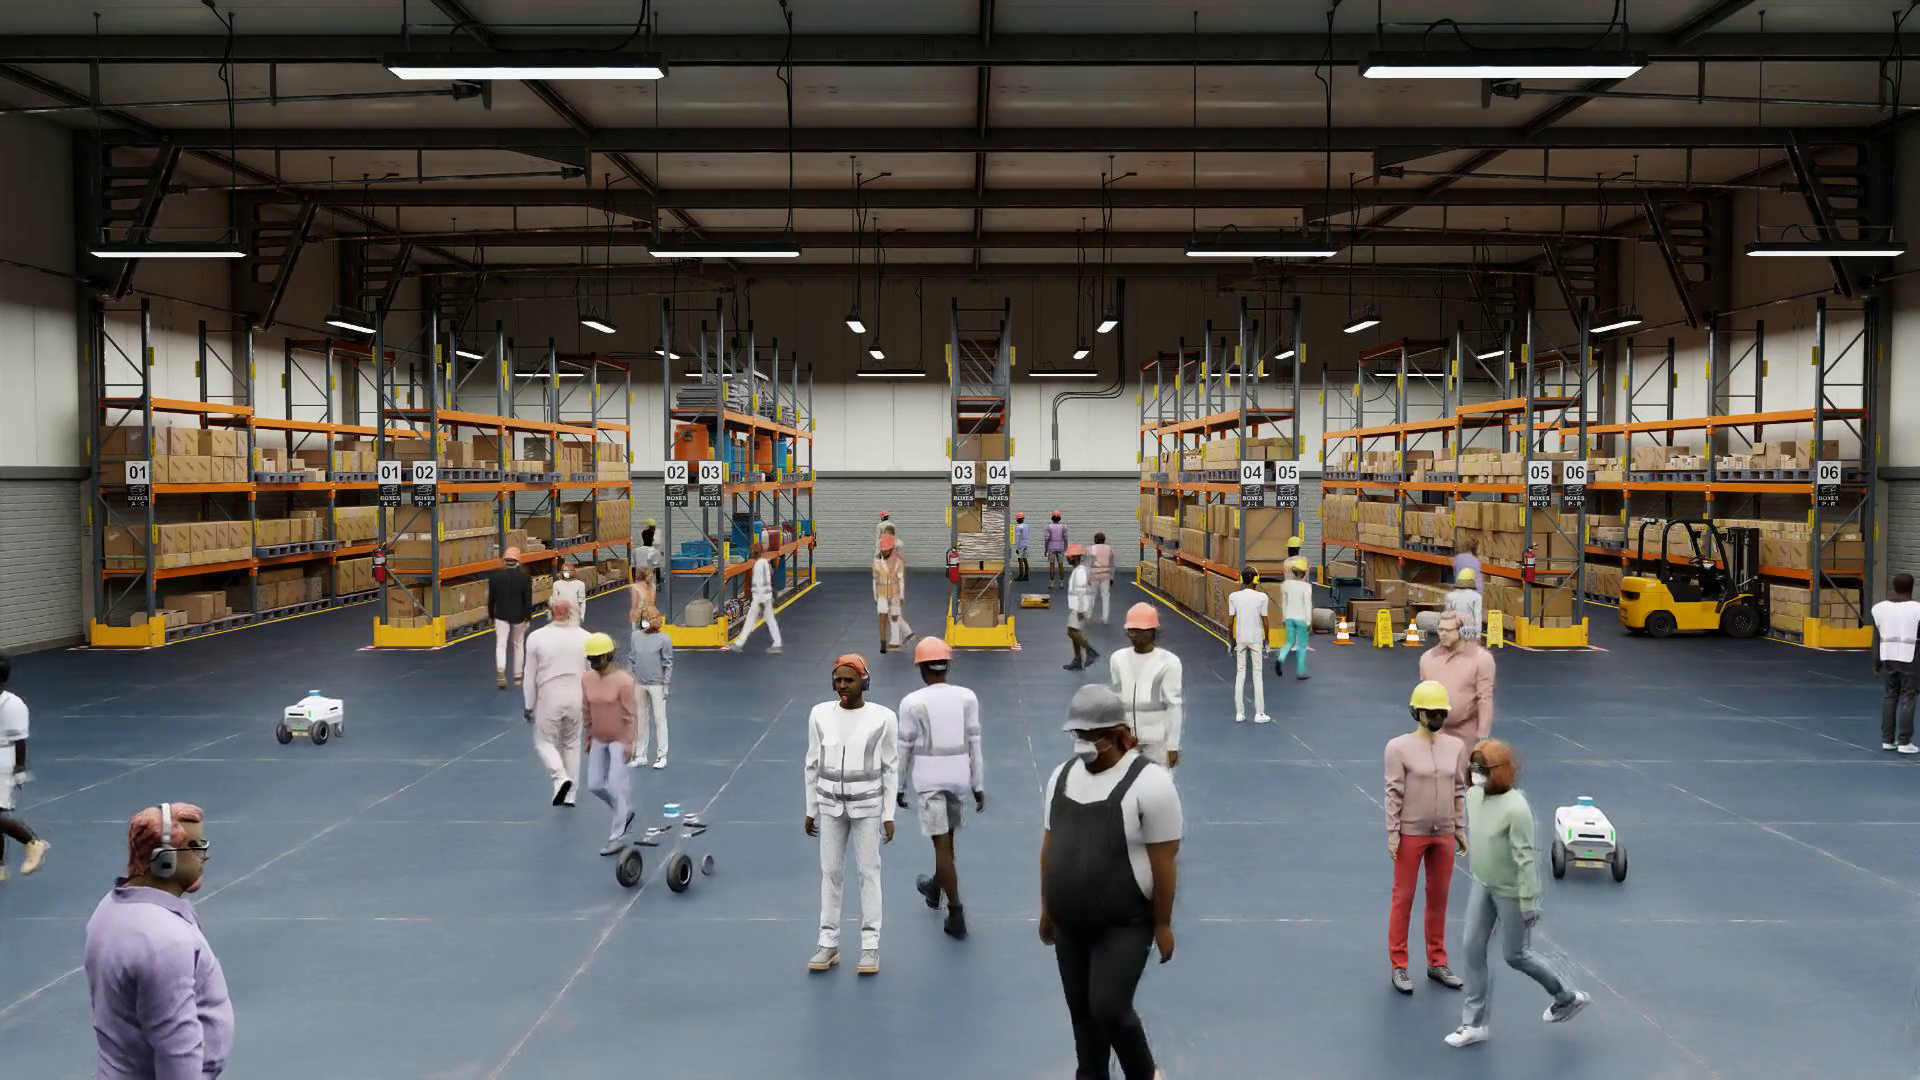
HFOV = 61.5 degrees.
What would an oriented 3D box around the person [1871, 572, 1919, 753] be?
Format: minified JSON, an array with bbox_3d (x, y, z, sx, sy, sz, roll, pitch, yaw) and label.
[{"bbox_3d":[10.046,1.300,17.202,0.454,1.912,0.607,-1,3,-32],"label":"person"}]

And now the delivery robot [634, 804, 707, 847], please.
[{"bbox_3d":[-2.094,2.036,11.706,0.335,0.223,0.698,1,2,21],"label":"delivery robot"}]

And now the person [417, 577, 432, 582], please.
[{"bbox_3d":[-10.997,0.700,33.473,0.585,1.821,0.657,0,2,1],"label":"person"}]

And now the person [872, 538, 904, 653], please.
[{"bbox_3d":[-1.197,0.912,27.087,0.545,1.912,0.801,0,2,2],"label":"person"}]

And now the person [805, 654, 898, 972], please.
[{"bbox_3d":[-0.654,1.618,9.625,0.572,1.883,0.354,1,2,13],"label":"person"}]

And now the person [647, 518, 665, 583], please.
[{"bbox_3d":[-8.343,0.296,44.213,0.669,1.776,0.802,-2,3,-41],"label":"person"}]

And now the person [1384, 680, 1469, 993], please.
[{"bbox_3d":[2.687,1.688,9.295,0.525,1.770,0.306,-1,2,-16],"label":"person"}]

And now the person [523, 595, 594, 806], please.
[{"bbox_3d":[-3.511,1.430,14.244,0.667,1.886,0.516,-2,3,-34],"label":"person"}]

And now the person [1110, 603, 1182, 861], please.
[{"bbox_3d":[1.381,1.465,12.155,0.627,2.001,0.953,2,3,34],"label":"person"}]

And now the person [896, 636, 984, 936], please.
[{"bbox_3d":[-0.162,1.579,10.620,0.544,1.879,0.982,-1,3,-25],"label":"person"}]

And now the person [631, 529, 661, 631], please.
[{"bbox_3d":[-5.786,0.773,29.844,0.612,1.963,0.361,1,2,24],"label":"person"}]

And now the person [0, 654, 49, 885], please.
[{"bbox_3d":[-6.883,1.639,11.562,0.540,1.683,0.419,1,3,31],"label":"person"}]

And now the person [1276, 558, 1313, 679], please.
[{"bbox_3d":[4.819,1.139,23.227,0.578,1.750,0.538,-2,3,-42],"label":"person"}]

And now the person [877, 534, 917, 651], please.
[{"bbox_3d":[-1.118,0.876,27.192,0.555,1.972,0.641,0,2,8],"label":"person"}]

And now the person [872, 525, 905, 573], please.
[{"bbox_3d":[-1.524,0.629,34.621,0.638,1.886,1.045,1,2,20],"label":"person"}]

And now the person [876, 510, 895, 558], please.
[{"bbox_3d":[-2.080,0.165,44.941,0.615,1.987,0.407,-2,3,-34],"label":"person"}]

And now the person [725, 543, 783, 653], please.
[{"bbox_3d":[-3.387,0.961,26.771,0.985,1.832,0.598,0,2,9],"label":"person"}]

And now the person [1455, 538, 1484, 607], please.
[{"bbox_3d":[8.457,0.919,26.709,0.448,1.919,0.649,-1,2,-13],"label":"person"}]

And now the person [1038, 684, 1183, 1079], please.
[{"bbox_3d":[0.612,1.657,7.200,0.705,2.000,0.536,2,3,44],"label":"person"}]

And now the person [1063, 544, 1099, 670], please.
[{"bbox_3d":[1.779,1.012,24.374,0.463,1.919,0.571,0,2,-7],"label":"person"}]

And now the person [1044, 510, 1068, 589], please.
[{"bbox_3d":[2.503,0.244,42.202,0.616,2.041,0.382,0,2,-8],"label":"person"}]

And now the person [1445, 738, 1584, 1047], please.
[{"bbox_3d":[2.874,1.808,8.385,0.700,1.598,0.537,-1,2,-21],"label":"person"}]

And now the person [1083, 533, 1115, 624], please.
[{"bbox_3d":[2.743,0.756,32.190,0.657,1.803,0.919,-1,2,-17],"label":"person"}]

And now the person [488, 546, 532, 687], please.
[{"bbox_3d":[-6.275,1.068,22.511,0.610,1.964,0.907,-1,2,-13],"label":"person"}]

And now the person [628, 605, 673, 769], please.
[{"bbox_3d":[-3.132,1.474,16.296,0.500,1.636,0.286,1,2,21],"label":"person"}]

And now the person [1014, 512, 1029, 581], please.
[{"bbox_3d":[1.708,0.184,45.179,0.389,1.929,0.545,2,3,36],"label":"person"}]

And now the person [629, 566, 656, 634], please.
[{"bbox_3d":[-4.666,1.186,23.796,0.382,1.622,0.520,1,3,33],"label":"person"}]

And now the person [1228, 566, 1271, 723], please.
[{"bbox_3d":[3.463,1.243,19.318,0.518,1.865,0.330,1,3,25],"label":"person"}]

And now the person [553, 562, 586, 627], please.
[{"bbox_3d":[-5.912,1.152,24.421,0.501,1.633,0.282,0,2,0],"label":"person"}]

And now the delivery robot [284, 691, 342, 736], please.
[{"bbox_3d":[-7.174,1.917,17.928,0.477,0.478,0.707,0,2,9],"label":"delivery robot"}]

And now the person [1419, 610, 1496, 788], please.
[{"bbox_3d":[3.951,1.490,12.836,0.640,1.881,0.860,2,3,37],"label":"person"}]

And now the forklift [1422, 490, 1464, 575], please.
[{"bbox_3d":[13.926,-0.371,47.846,1.873,2.768,1.129,0,2,0],"label":"forklift"}]

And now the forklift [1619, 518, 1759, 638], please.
[{"bbox_3d":[13.417,0.684,29.791,2.313,2.155,1.214,0,2,0],"label":"forklift"}]

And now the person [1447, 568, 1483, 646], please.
[{"bbox_3d":[6.734,1.231,21.432,0.508,1.701,0.849,2,3,38],"label":"person"}]

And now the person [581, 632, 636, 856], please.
[{"bbox_3d":[-2.727,1.573,12.633,0.531,1.740,0.534,1,3,26],"label":"person"}]

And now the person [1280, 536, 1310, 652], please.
[{"bbox_3d":[5.596,0.904,26.994,0.588,1.930,0.364,-2,3,-39],"label":"person"}]

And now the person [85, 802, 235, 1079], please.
[{"bbox_3d":[-2.519,1.785,5.135,0.403,1.904,0.651,-2,3,-42],"label":"person"}]

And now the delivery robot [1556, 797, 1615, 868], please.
[{"bbox_3d":[4.639,2.153,11.989,0.477,0.478,0.707,1,2,14],"label":"delivery robot"}]

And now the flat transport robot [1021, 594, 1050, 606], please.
[{"bbox_3d":[1.703,1.360,36.630,0.652,0.197,1.431,0,2,2],"label":"flat transport robot"}]
